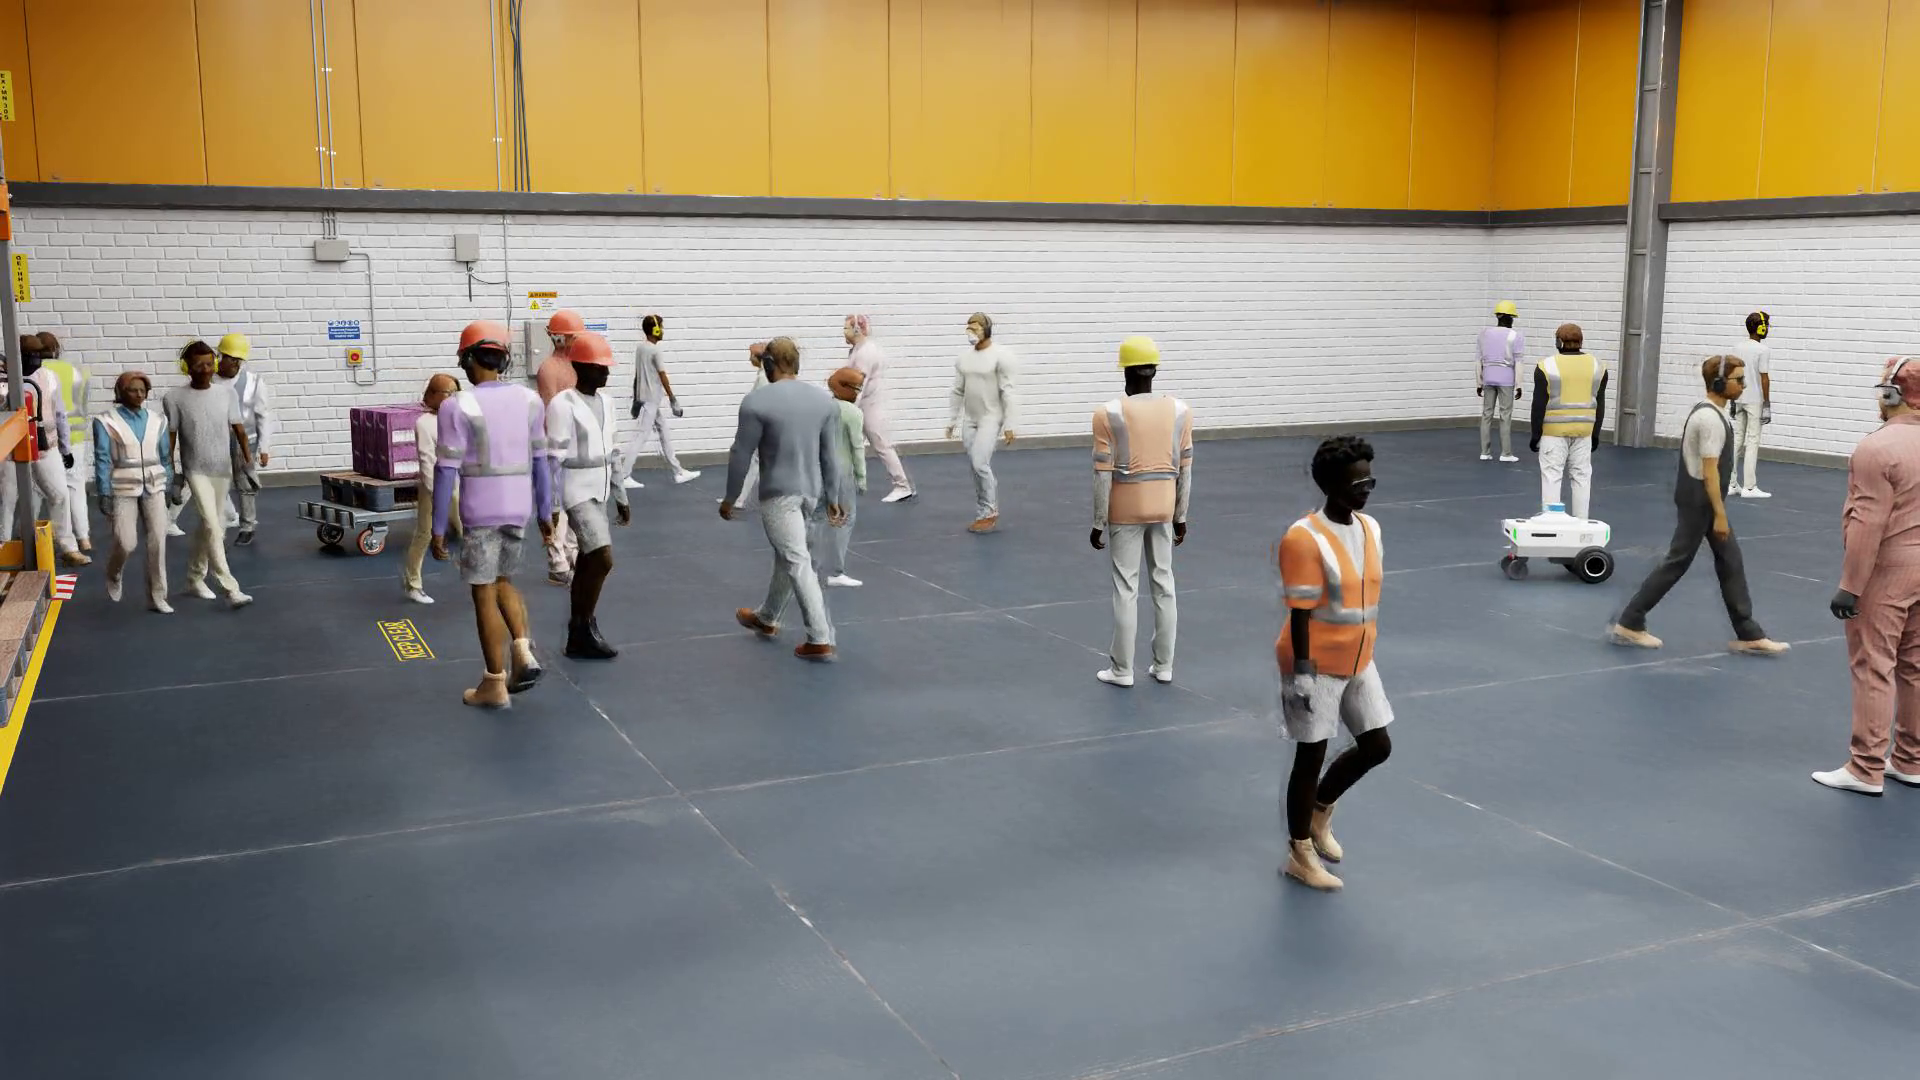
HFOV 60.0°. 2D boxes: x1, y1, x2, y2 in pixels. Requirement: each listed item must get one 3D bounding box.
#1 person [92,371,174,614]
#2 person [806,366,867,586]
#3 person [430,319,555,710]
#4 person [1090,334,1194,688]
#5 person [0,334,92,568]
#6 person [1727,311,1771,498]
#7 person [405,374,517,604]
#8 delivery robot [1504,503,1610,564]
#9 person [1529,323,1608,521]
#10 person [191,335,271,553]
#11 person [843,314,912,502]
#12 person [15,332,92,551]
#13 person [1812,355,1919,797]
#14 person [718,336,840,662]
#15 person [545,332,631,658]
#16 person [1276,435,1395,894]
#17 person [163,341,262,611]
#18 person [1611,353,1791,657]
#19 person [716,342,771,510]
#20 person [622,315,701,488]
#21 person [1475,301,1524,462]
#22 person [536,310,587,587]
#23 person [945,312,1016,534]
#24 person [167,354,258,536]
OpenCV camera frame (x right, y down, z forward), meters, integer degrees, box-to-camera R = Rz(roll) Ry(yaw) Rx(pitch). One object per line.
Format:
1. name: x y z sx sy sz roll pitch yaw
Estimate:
1. person: -5.488 -0.315 11.027 0.502 1.621 0.525 8 12 40
2. person: -0.931 -0.471 12.077 0.652 1.597 0.346 8 12 41
3. person: -2.458 -0.127 8.637 0.461 2.018 0.724 7 11 36
4. person: 0.979 -0.152 9.074 0.587 1.929 0.361 -3 10 -19
5. person: -7.053 -0.652 12.599 0.839 1.793 0.723 6 11 34
6. person: 7.973 -1.361 16.756 0.319 1.870 0.532 -3 10 -17
7. person: -3.446 -0.326 11.207 0.883 1.580 0.512 4 10 24
8. delivery robot: 4.397 -0.030 12.278 0.707 0.478 0.477 1 9 7
9. person: 5.071 -0.893 13.944 0.627 1.843 0.429 -1 9 -3
10. person: -5.909 -0.774 13.460 0.626 1.761 0.942 -3 10 -16
11. person: -0.937 -1.284 16.354 0.991 1.857 0.643 -2 9 -13
12. person: -7.411 -0.792 13.564 0.634 1.789 0.928 -9 13 -43
13. person: 4.040 0.156 7.228 0.652 1.906 0.409 -4 10 -24
14. person: -1.054 -0.255 9.867 1.012 1.884 0.642 8 12 41
15. person: -2.130 -0.248 9.700 0.558 1.915 0.581 3 10 20
16. person: 1.364 0.457 6.075 0.539 1.686 0.362 -7 11 -36
17. person: -5.080 -0.436 11.256 1.021 1.812 0.496 7 12 38
18. person: 4.384 -0.205 9.829 0.978 1.798 0.538 5 10 28
19. person: -1.920 -1.035 15.524 0.807 1.598 0.545 -1 9 -5
20. person: -3.226 -1.457 17.559 0.999 1.807 0.517 -5 11 -29
21. person: 6.446 -1.887 19.863 0.590 1.920 0.390 9 13 43
22. person: -2.841 -0.668 12.071 0.389 1.991 0.622 1 9 7
23. person: 0.138 -0.998 14.343 0.531 1.922 0.644 -9 13 -43
24. person: -6.578 -0.833 14.399 0.855 1.585 0.508 -8 12 -39
